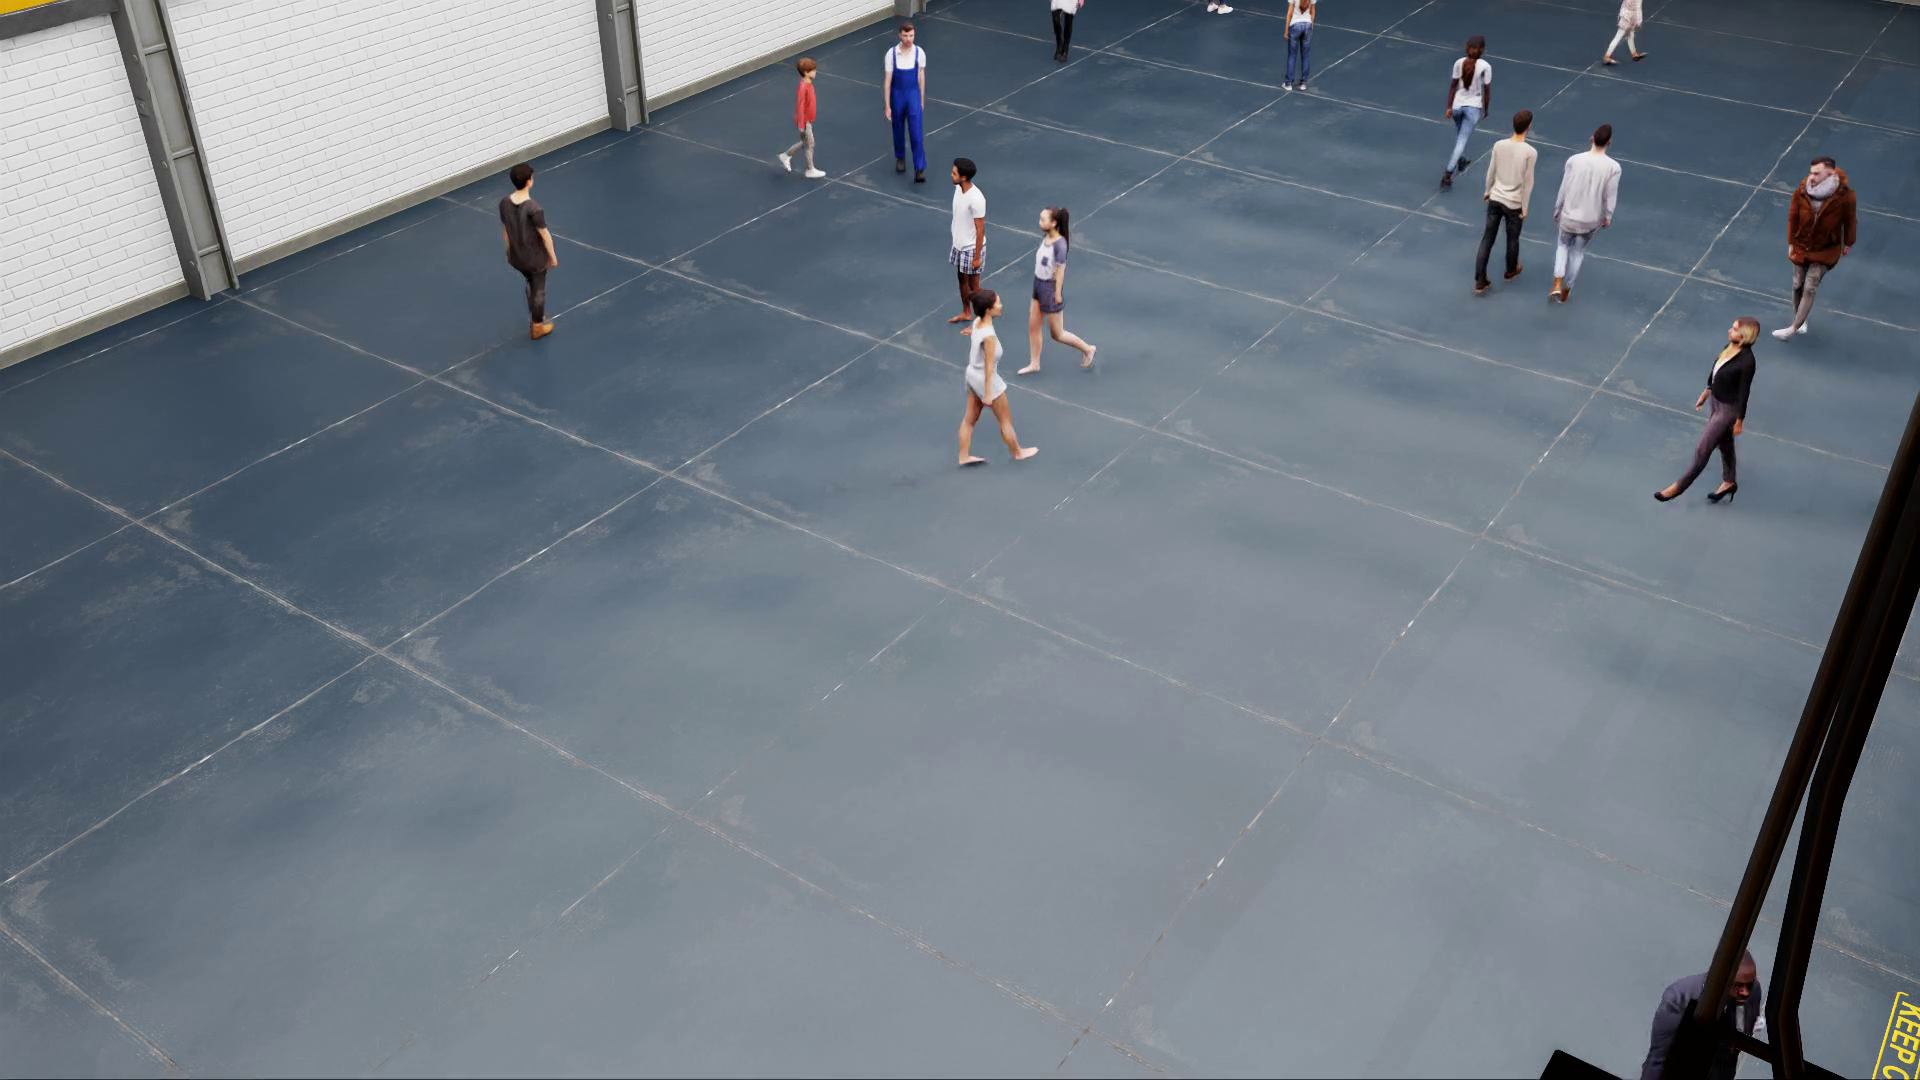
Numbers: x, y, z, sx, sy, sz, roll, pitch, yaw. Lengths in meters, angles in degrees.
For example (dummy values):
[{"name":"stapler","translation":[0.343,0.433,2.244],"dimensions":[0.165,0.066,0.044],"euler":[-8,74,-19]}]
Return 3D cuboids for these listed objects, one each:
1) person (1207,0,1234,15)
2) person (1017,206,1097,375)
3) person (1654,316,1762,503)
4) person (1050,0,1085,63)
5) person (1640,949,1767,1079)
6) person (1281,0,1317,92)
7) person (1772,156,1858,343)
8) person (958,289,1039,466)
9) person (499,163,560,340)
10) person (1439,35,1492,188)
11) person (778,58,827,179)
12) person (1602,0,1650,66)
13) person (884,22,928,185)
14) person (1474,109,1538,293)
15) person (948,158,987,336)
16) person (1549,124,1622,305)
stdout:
[{"name":"person","translation":[3.899,-8.773,24.769],"dimensions":[0.646,1.777,0.579],"euler":[29,43,36]},{"name":"person","translation":[0.897,-2.241,15.079],"dimensions":[1.047,1.625,0.934],"euler":[-10,35,-14]},{"name":"person","translation":[6.154,-0.991,13.181],"dimensions":[0.943,1.645,0.962],"euler":[2,34,3]},{"name":"person","translation":[1.469,-7.501,22.838],"dimensions":[0.761,1.797,0.779],"euler":[6,34,9]},{"name":"person","translation":[3.354,2.495,7.805],"dimensions":[1.226,1.790,1.279],"euler":[-6,34,-9]},{"name":"person","translation":[4.478,-6.727,21.886],"dimensions":[0.633,1.562,0.677],"euler":[-1,34,-2]},{"name":"person","translation":[8.122,-2.753,15.701],"dimensions":[0.848,1.790,1.017],"euler":[21,39,28]},{"name":"person","translation":[0.122,-1.297,13.695],"dimensions":[1.007,1.586,0.898],"euler":[-10,35,-15]},{"name":"person","translation":[-4.117,-2.687,15.681],"dimensions":[0.674,1.702,0.652],"euler":[15,37,22]},{"name":"person","translation":[5.739,-4.848,18.954],"dimensions":[0.623,1.677,1.141],"euler":[24,40,31]},{"name":"person","translation":[-1.868,-4.870,19.244],"dimensions":[0.828,1.394,0.829],"euler":[4,34,6]},{"name":"person","translation":[9.061,-7.120,22.732],"dimensions":[0.900,1.280,0.898],"euler":[-1,34,-1]},{"name":"person","translation":[-0.652,-5.081,19.198],"dimensions":[1.177,1.797,1.278],"euler":[-3,34,-5]},{"name":"person","translation":[5.385,-3.330,16.527],"dimensions":[0.739,1.836,1.039],"euler":[26,42,34]},{"name":"person","translation":[0.081,-2.818,15.852],"dimensions":[0.699,1.731,0.711],"euler":[-15,36,-21]},{"name":"person","translation":[6.061,-3.142,16.255],"dimensions":[0.756,1.825,0.728],"euler":[14,36,20]}]
